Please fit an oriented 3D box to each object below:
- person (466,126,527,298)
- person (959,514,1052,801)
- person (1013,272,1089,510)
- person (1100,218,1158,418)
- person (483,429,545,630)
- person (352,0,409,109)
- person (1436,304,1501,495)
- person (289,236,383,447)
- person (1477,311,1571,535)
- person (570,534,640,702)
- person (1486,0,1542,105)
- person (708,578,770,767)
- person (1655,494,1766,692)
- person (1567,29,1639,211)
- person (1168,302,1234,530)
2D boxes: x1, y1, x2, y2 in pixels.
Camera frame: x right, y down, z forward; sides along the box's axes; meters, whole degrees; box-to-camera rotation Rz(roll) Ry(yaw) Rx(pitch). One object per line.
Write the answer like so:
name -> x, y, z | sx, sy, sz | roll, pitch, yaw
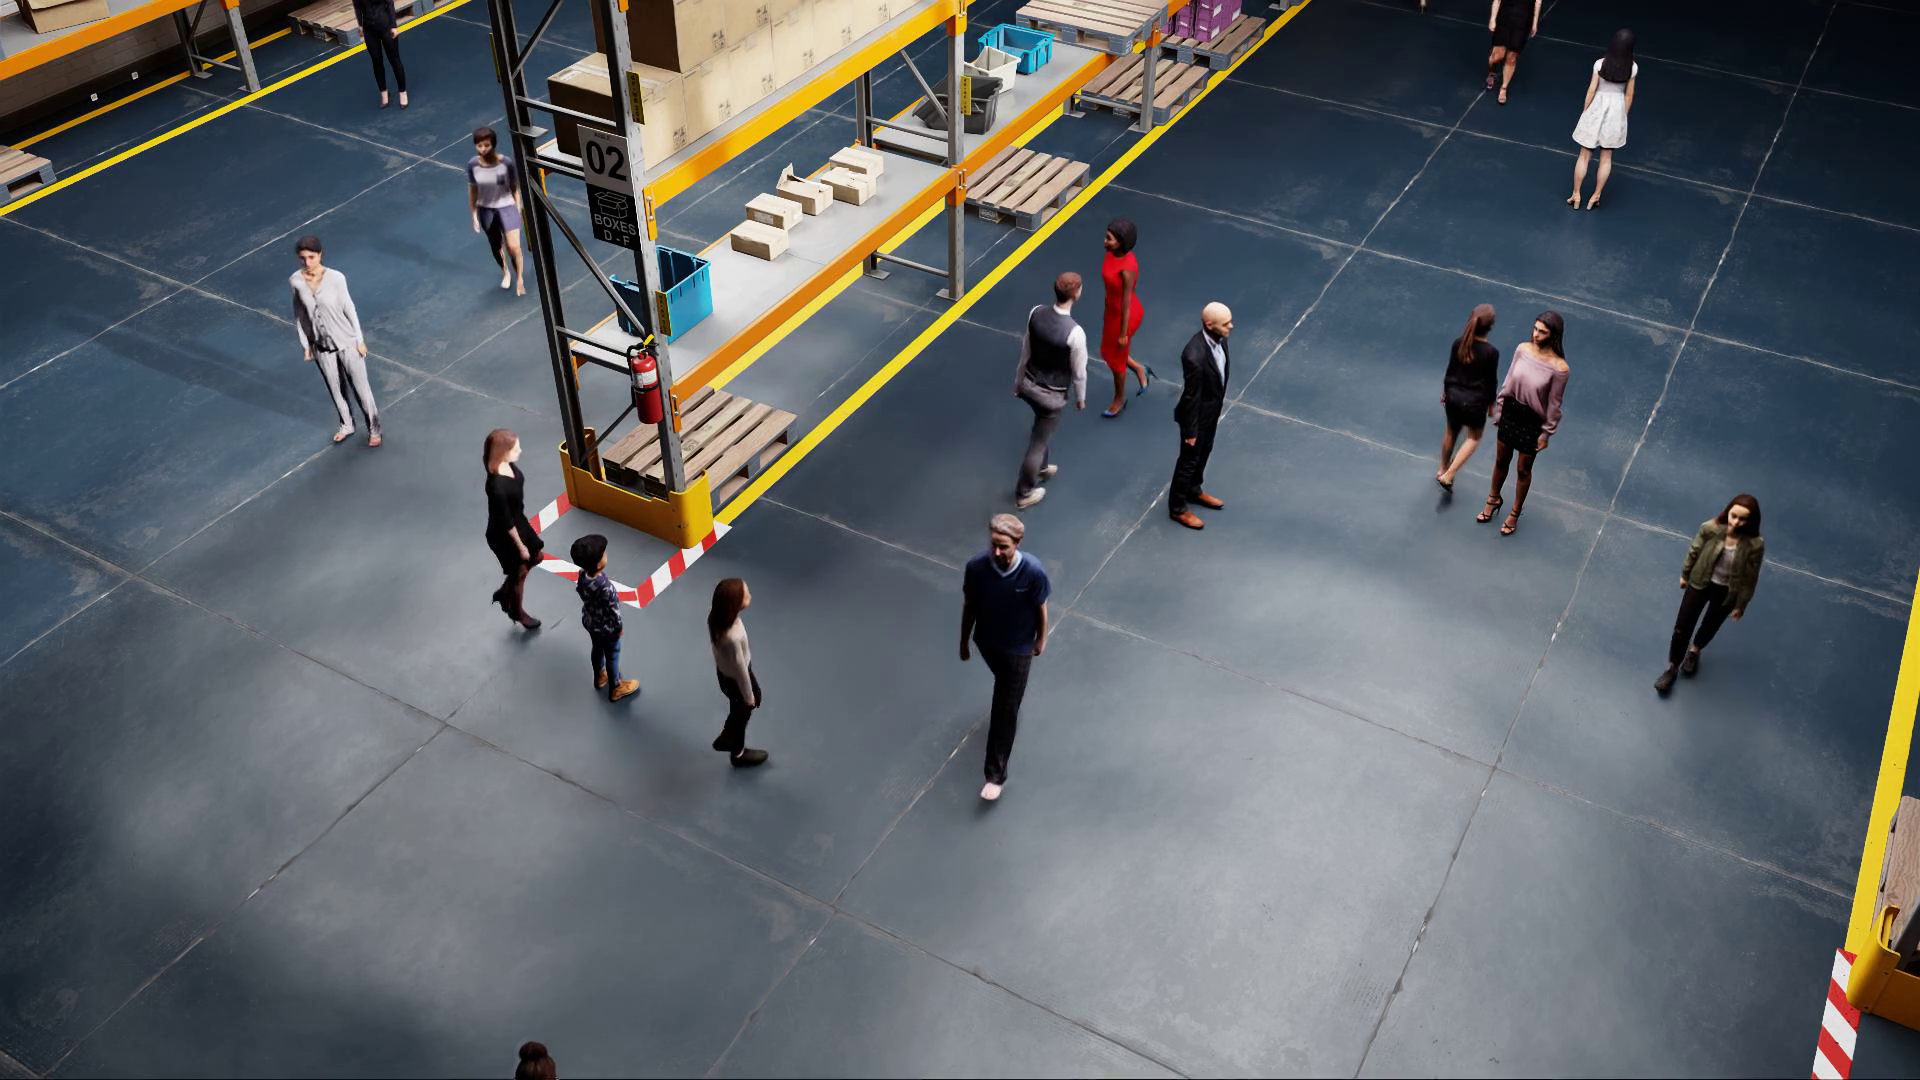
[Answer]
person -> -4.065, -2.938, 14.634 | 0.718, 1.546, 0.779 | -1, 39, -2
person -> 0.287, 0.561, 10.040 | 0.848, 1.812, 1.268 | 11, 40, 14
person -> 0.551, -1.026, 11.945 | 0.904, 1.913, 0.829 | -31, 48, -33
person -> 1.339, -1.726, 12.973 | 0.916, 1.726, 0.845 | -15, 41, -18
person -> -3.033, -0.027, 10.877 | 0.834, 1.686, 0.768 | -6, 39, -8
person -> -6.140, -5.391, 17.573 | 0.636, 1.711, 0.611 | 4, 39, 5
person -> 3.719, -1.013, 12.223 | 0.654, 1.547, 0.822 | 27, 46, 30
person -> -4.782, -1.537, 12.701 | 0.718, 1.769, 0.744 | 1, 39, 1
person -> 3.996, -0.821, 11.771 | 0.653, 1.811, 0.694 | -27, 46, -30
person -> -2.286, 0.486, 10.586 | 0.538, 1.248, 0.536 | -31, 48, -33
person -> 5.882, -5.496, 17.711 | 0.764, 1.703, 0.808 | 7, 39, 8
person -> -1.417, 0.824, 9.981 | 0.735, 1.475, 0.679 | -11, 40, -13
person -> 4.865, 0.277, 10.677 | 0.617, 1.460, 0.759 | 21, 43, 24
person -> 6.097, -3.975, 15.750 | 0.712, 1.775, 0.714 | 10, 40, 12
person -> 1.720, -0.923, 11.909 | 0.745, 1.798, 0.521 | 22, 44, 25
